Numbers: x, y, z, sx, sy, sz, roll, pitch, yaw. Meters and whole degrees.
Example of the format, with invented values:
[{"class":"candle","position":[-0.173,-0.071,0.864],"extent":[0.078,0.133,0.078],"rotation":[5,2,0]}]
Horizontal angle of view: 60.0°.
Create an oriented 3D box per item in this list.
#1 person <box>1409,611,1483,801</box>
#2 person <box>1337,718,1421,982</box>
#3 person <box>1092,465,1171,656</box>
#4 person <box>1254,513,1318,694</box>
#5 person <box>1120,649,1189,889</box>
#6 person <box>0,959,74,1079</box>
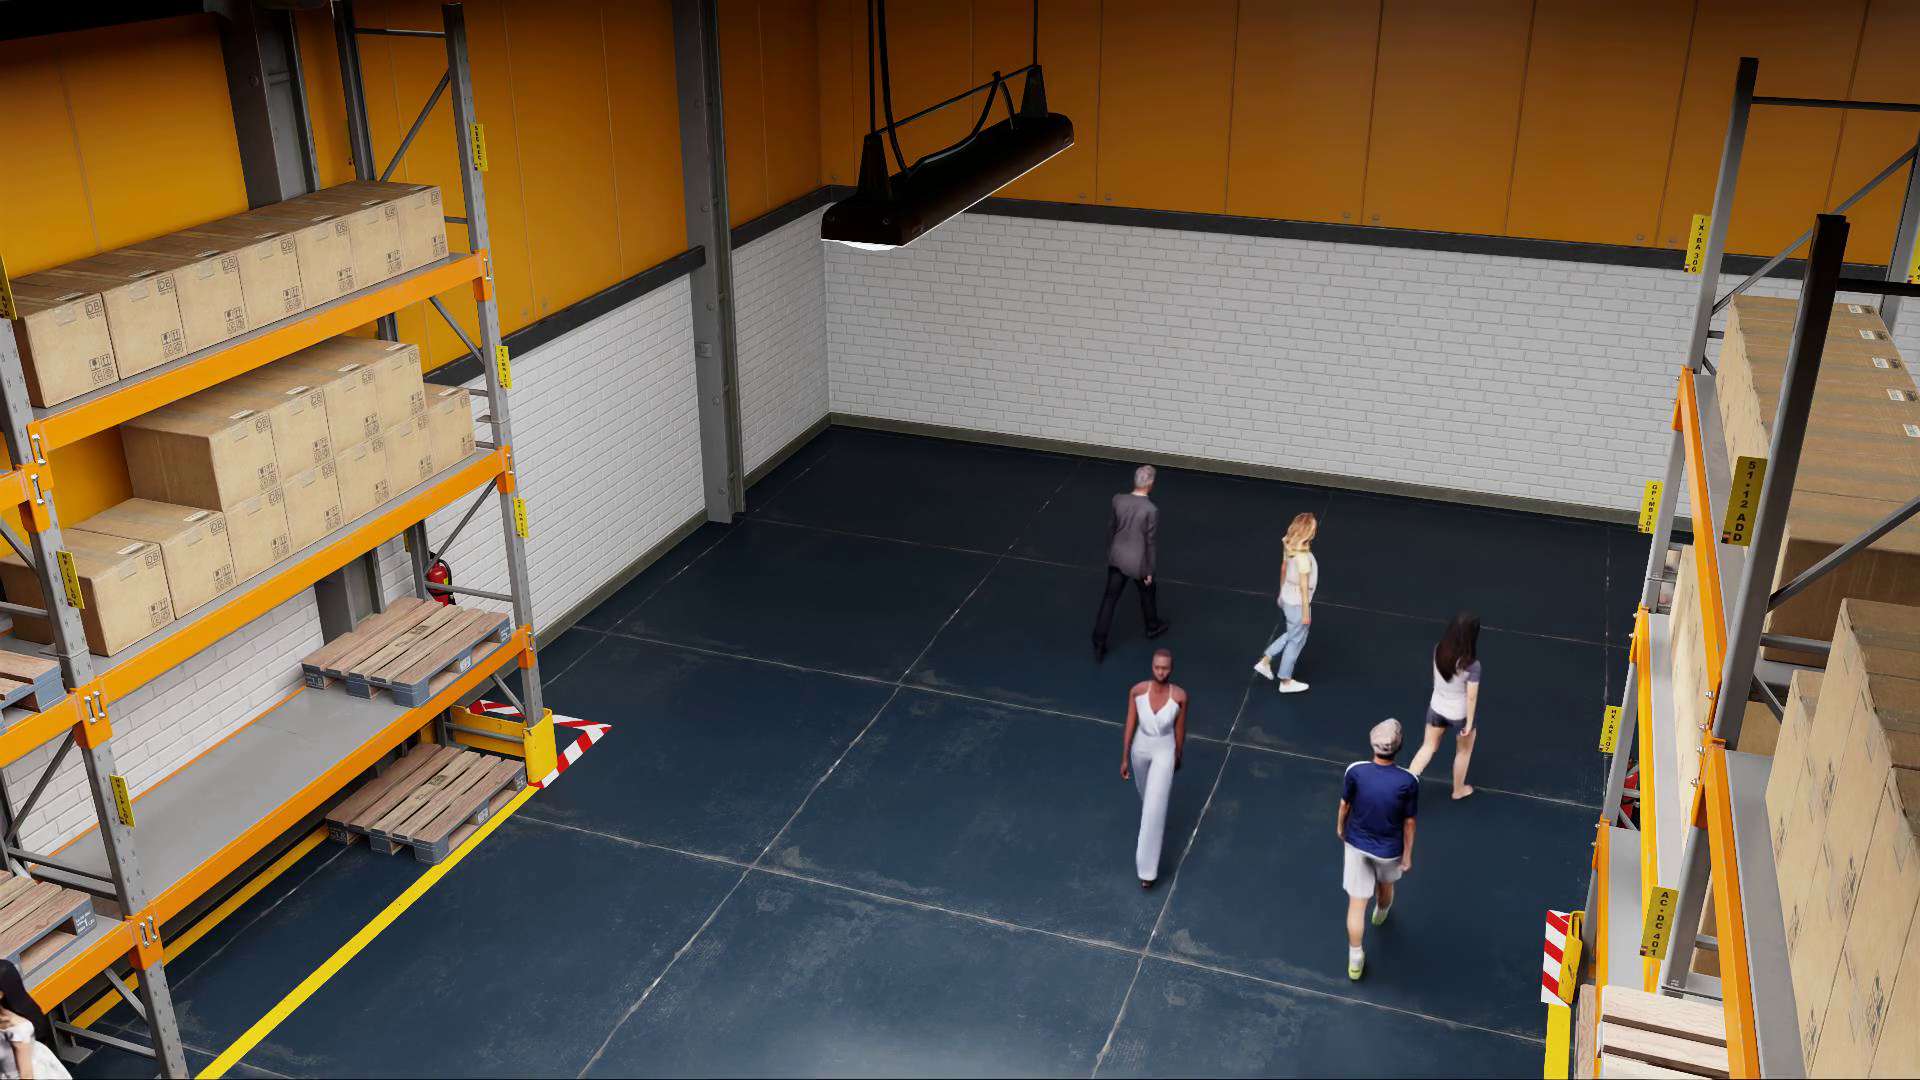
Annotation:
[{"class":"person","position":[3.715,1.329,12.779],"extent":[1.098,1.682,0.905],"rotation":[-18,30,-36]},{"class":"person","position":[2.714,2.070,10.943],"extent":[0.684,1.796,1.104],"rotation":[7,25,16]},{"class":"person","position":[1.522,0.239,15.152],"extent":[1.058,1.779,1.345],"rotation":[16,28,33]},{"class":"person","position":[2.829,0.570,14.476],"extent":[0.836,1.714,0.783],"rotation":[-1,24,-3]},{"class":"person","position":[1.420,1.569,12.164],"extent":[0.608,1.735,1.156],"rotation":[7,25,16]},{"class":"person","position":[-4.946,2.978,8.898],"extent":[0.816,1.769,0.783],"rotation":[-16,28,-32]}]
